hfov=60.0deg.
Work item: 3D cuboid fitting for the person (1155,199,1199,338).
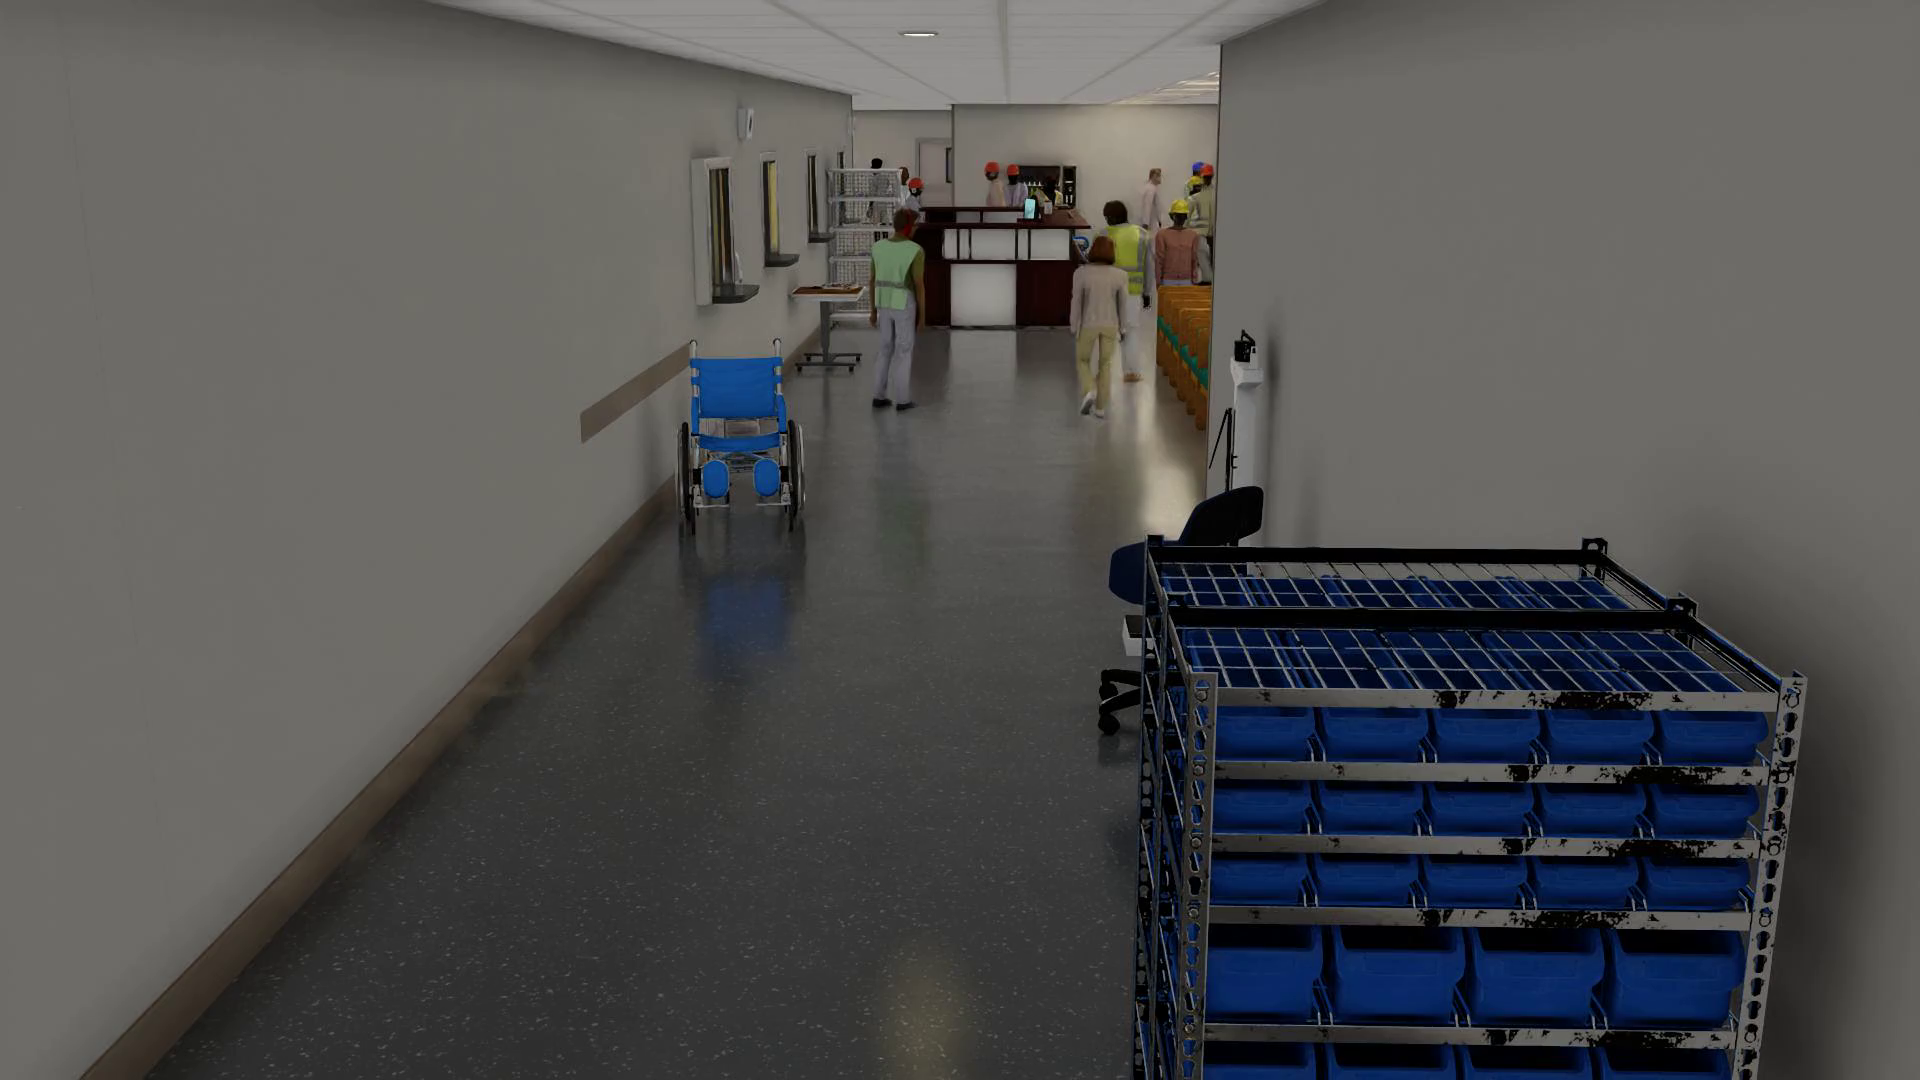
[{"bbox_3d":[2.434,-2.927,18.676,0.525,1.769,0.311,-4,14,-14],"label":"person"}]

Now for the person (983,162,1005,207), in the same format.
[{"bbox_3d":[0.585,-5.663,29.335,0.428,1.978,0.633,4,14,15],"label":"person"}]

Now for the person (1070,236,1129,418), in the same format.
[{"bbox_3d":[1.224,-1.858,14.642,0.523,1.613,0.401,0,14,-2],"label":"person"}]

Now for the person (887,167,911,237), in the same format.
[{"bbox_3d":[-1.018,-5.678,29.595,0.575,1.885,0.355,-7,15,-26],"label":"person"}]

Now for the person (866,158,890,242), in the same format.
[{"bbox_3d":[-1.684,-6.828,34.090,0.366,1.967,0.602,10,17,36],"label":"person"}]

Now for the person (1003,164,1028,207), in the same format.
[{"bbox_3d":[0.947,-5.751,29.805,0.545,1.931,0.380,2,14,8],"label":"person"}]

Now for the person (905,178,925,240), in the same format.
[{"bbox_3d":[-0.745,-5.110,27.554,0.341,1.750,0.566,-2,14,-7],"label":"person"}]

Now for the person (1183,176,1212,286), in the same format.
[{"bbox_3d":[3.791,-5.020,27.142,0.868,1.776,0.600,11,17,37],"label":"person"}]

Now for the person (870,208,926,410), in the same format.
[{"bbox_3d":[-0.582,-2.093,15.161,0.598,1.836,0.398,9,16,31],"label":"person"}]

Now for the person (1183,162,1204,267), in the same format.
[{"bbox_3d":[4.382,-6.047,30.958,0.384,1.948,0.605,11,18,39],"label":"person"}]

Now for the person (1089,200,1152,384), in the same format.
[{"bbox_3d":[1.604,-2.490,16.801,0.682,1.823,0.431,-3,14,-10],"label":"person"}]

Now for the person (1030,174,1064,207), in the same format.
[{"bbox_3d":[1.424,-4.982,26.886,0.629,1.835,0.429,-8,16,-28],"label":"person"}]
